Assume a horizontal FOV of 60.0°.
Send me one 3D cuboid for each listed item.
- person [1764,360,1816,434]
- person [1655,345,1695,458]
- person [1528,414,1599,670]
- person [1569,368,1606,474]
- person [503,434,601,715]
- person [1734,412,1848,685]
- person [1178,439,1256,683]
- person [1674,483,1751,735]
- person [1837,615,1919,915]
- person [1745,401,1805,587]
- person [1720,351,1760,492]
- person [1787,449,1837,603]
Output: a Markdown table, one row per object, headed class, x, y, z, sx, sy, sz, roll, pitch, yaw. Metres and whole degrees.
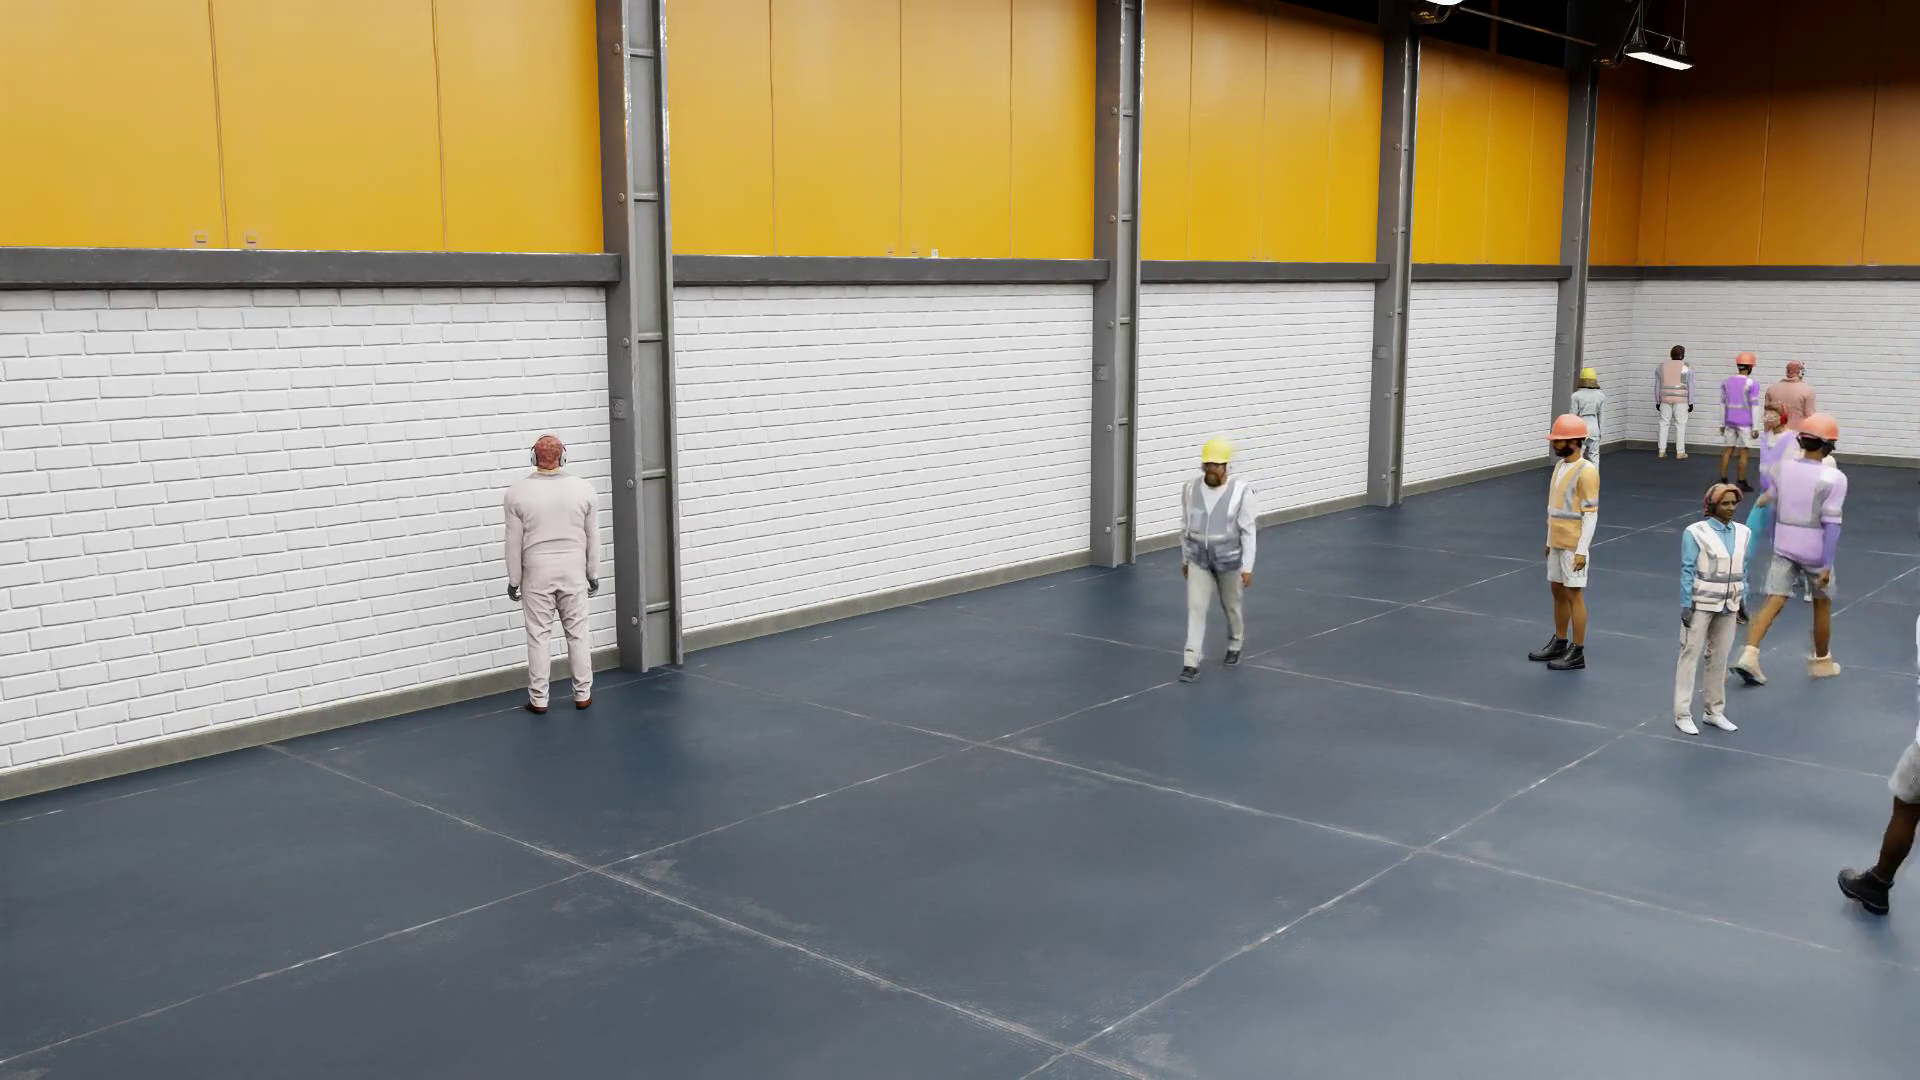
| class | x | y | z | sx | sy | sz | roll | pitch | yaw |
| --- | --- | --- | --- | --- | --- | --- | --- | --- | --- |
| person | 10.585 | -1.338 | 21.186 | 0.407 | 1.905 | 0.655 | -6 | 11 | -34 |
| person | 11.651 | -2.250 | 27.113 | 0.625 | 1.844 | 0.429 | 7 | 12 | 39 |
| person | 4.581 | 0.015 | 12.591 | 0.355 | 1.934 | 0.552 | -1 | 9 | -7 |
| person | 8.443 | -1.453 | 22.447 | 0.480 | 1.733 | 0.331 | -1 | 9 | -4 |
| person | -2.770 | 0.232 | 11.325 | 0.646 | 1.908 | 0.408 | -4 | 10 | -23 |
| person | 6.086 | 0.071 | 12.067 | 1.036 | 2.008 | 0.611 | -6 | 11 | -32 |
| person | 1.926 | 0.125 | 12.407 | 0.611 | 1.785 | 0.941 | 4 | 10 | 25 |
| person | 4.903 | 0.445 | 10.830 | 0.519 | 1.637 | 0.310 | -3 | 9 | -16 |
| person | 4.415 | 0.848 | 7.473 | 0.548 | 1.891 | 0.948 | -1 | 9 | -7 |
| person | 7.674 | -0.418 | 15.781 | 0.986 | 1.783 | 0.564 | -2 | 9 | -11 |
| person | 10.727 | -1.620 | 22.848 | 0.365 | 1.934 | 0.551 | -5 | 10 | -28 |
| person | 7.734 | -0.246 | 15.160 | 0.308 | 1.639 | 0.524 | -4 | 10 | -24 |
